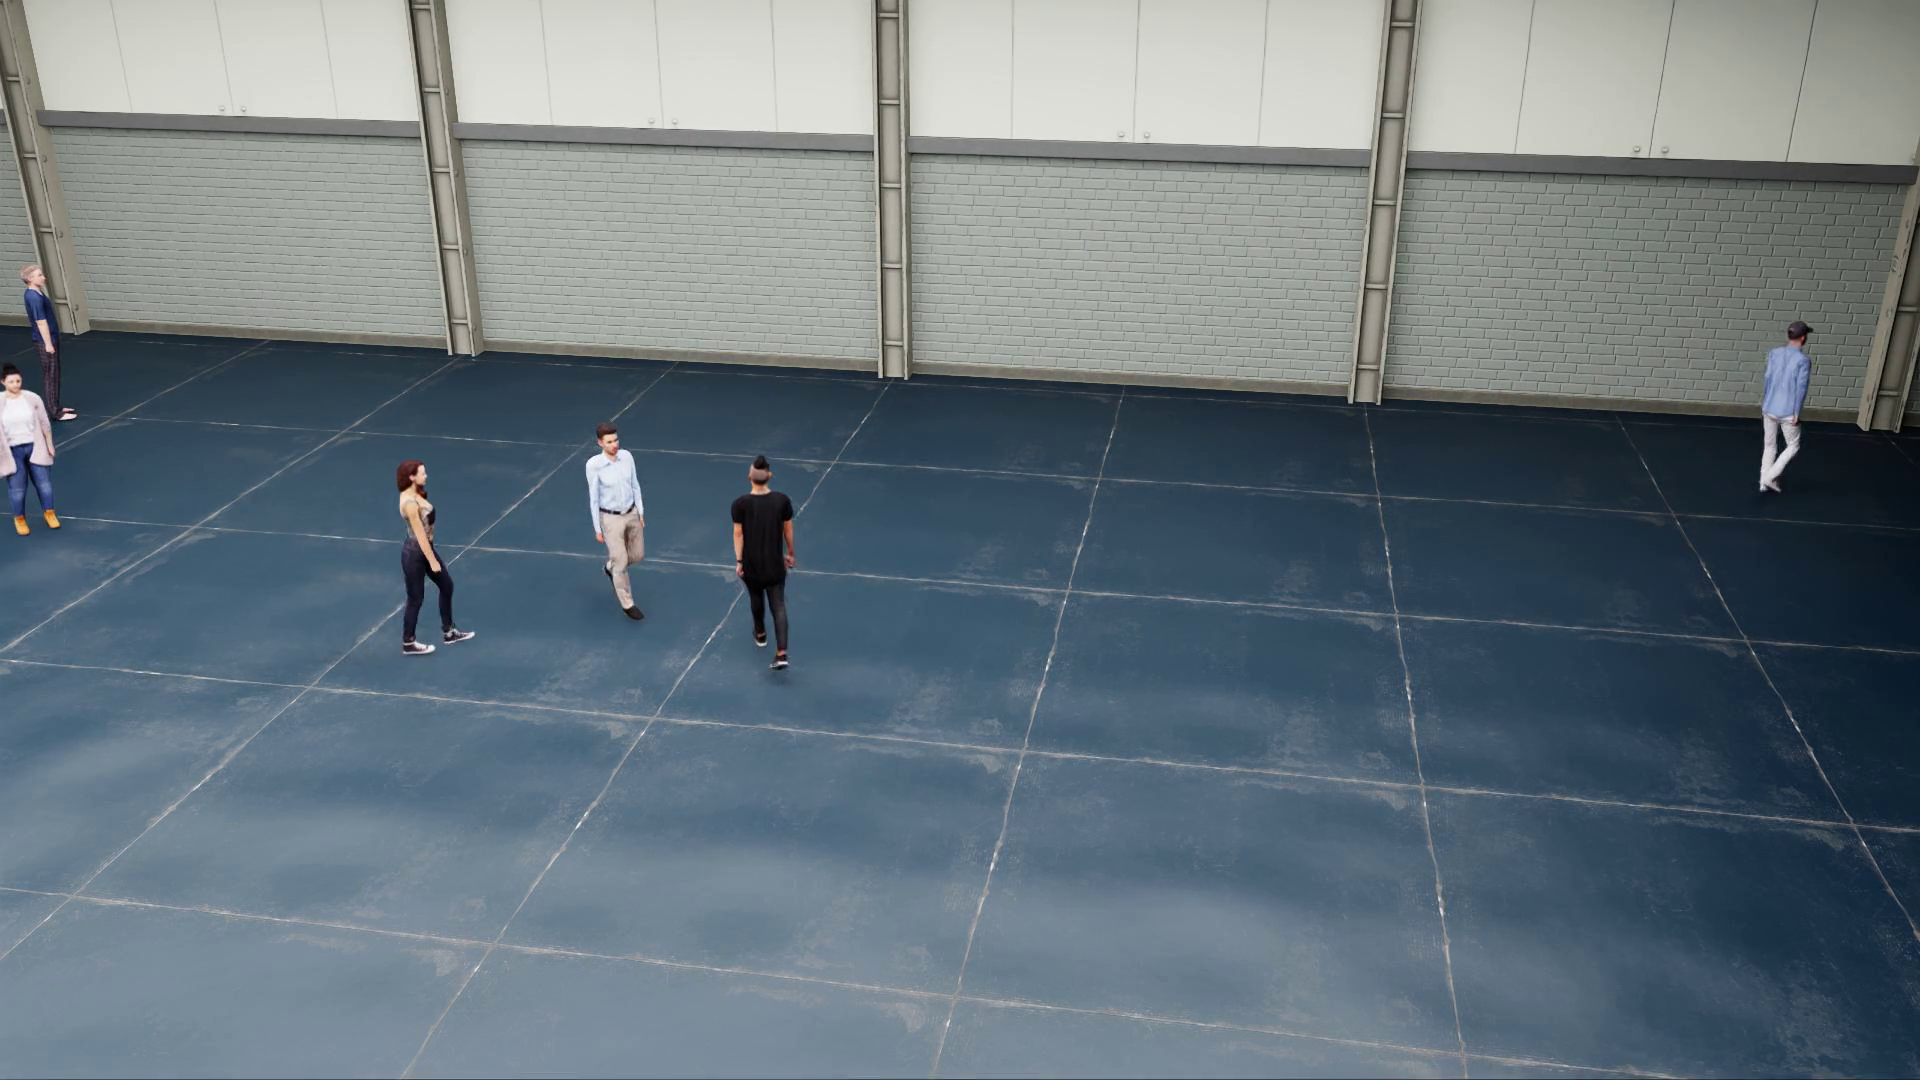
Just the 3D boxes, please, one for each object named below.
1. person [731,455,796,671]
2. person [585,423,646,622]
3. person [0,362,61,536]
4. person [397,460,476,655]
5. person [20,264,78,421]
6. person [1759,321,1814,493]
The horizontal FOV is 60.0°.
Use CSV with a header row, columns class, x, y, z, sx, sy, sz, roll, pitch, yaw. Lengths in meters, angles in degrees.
class,x,y,z,sx,sy,sz,roll,pitch,yaw
person,-1.609,0.212,13.886,1.244,1.818,1.107,-7,24,-15
person,-3.091,-0.200,14.842,0.957,1.829,1.059,-21,30,-40
person,-9.411,-0.945,16.711,0.843,1.736,0.899,-15,28,-32
person,-4.668,0.181,14.053,0.947,1.745,0.818,-5,24,-12
person,-10.940,-2.377,19.908,0.756,1.870,0.735,-12,26,-25
person,8.623,-1.377,17.548,0.859,1.878,0.803,-13,26,-28
